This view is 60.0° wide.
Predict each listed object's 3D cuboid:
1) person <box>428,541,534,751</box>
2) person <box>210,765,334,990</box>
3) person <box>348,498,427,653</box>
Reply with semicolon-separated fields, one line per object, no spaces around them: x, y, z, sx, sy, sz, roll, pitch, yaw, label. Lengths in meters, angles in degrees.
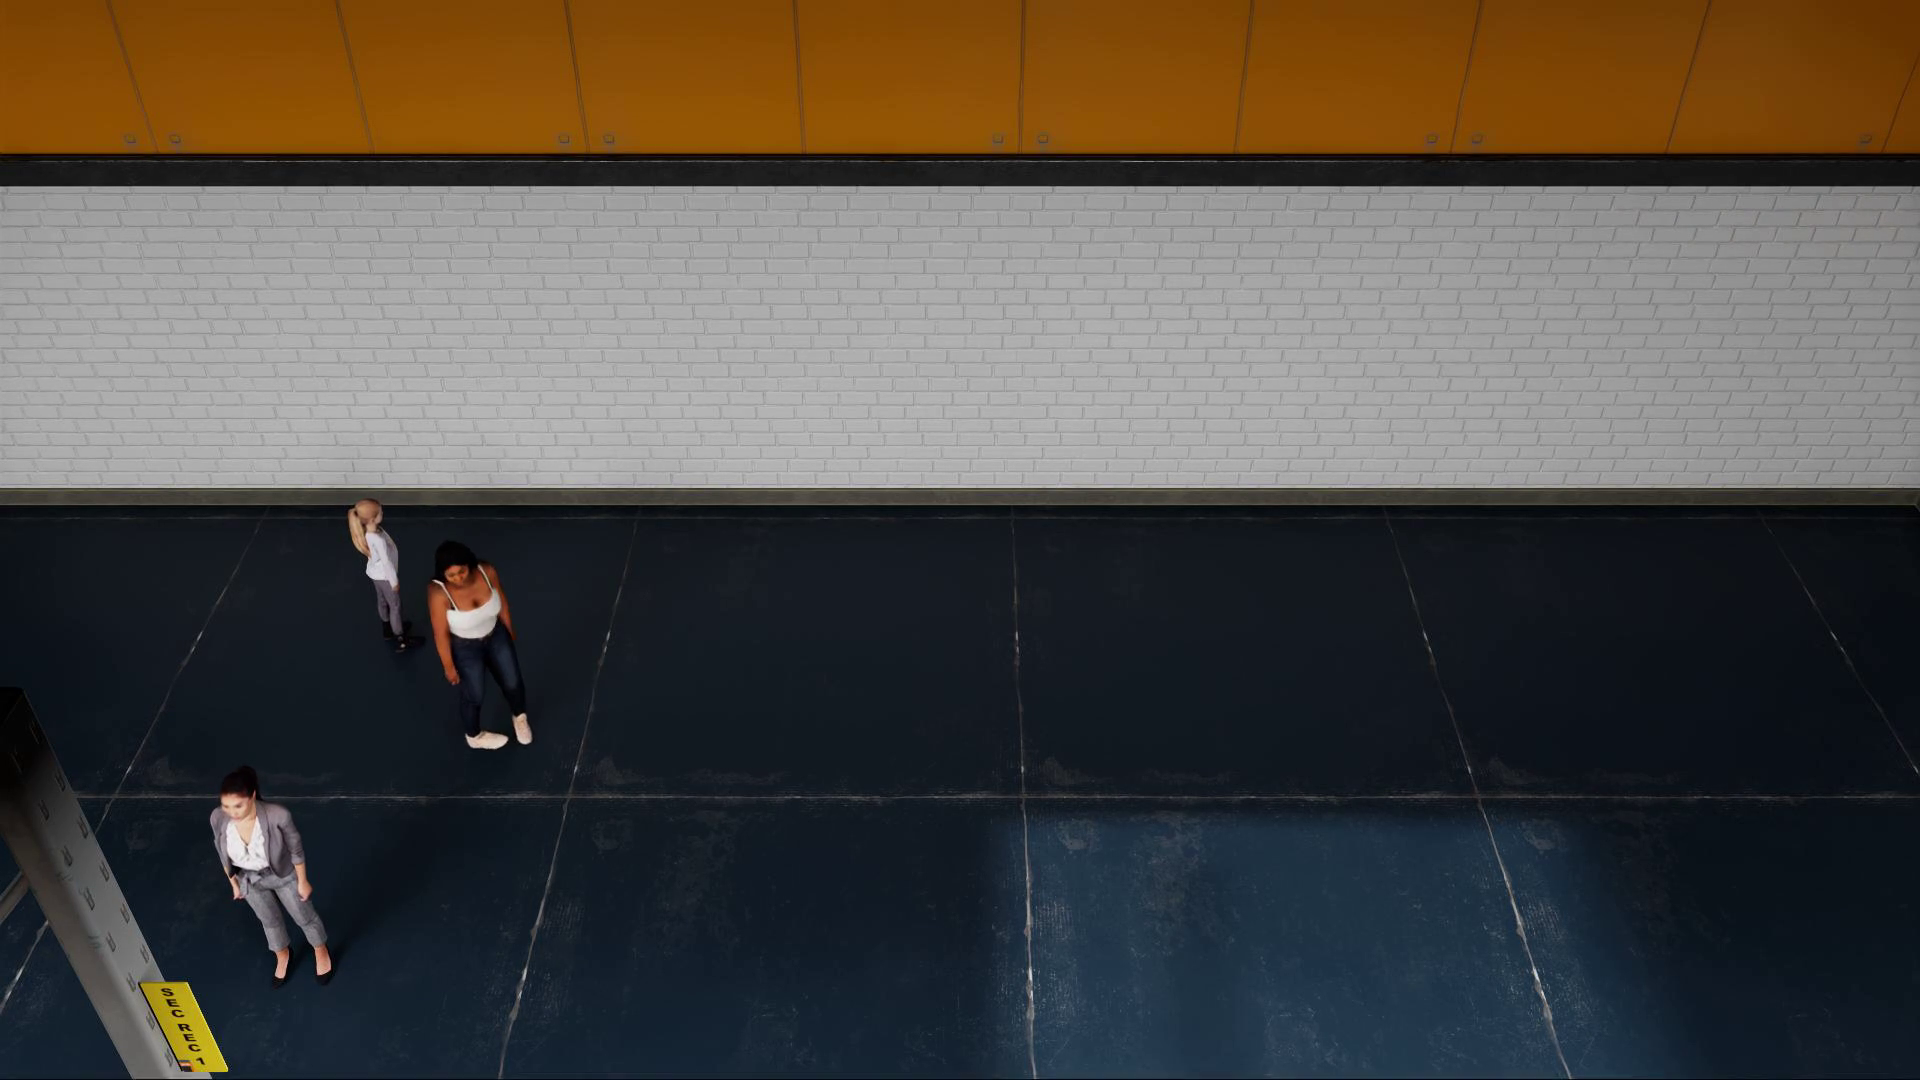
-3.189;0.664;10.817;0.860;1.792;0.816;29;47;31;person
-3.873;1.898;9.360;0.613;1.680;0.580;-1;39;-2;person
-4.089;0.238;11.763;0.628;1.277;0.562;-28;46;-30;person
